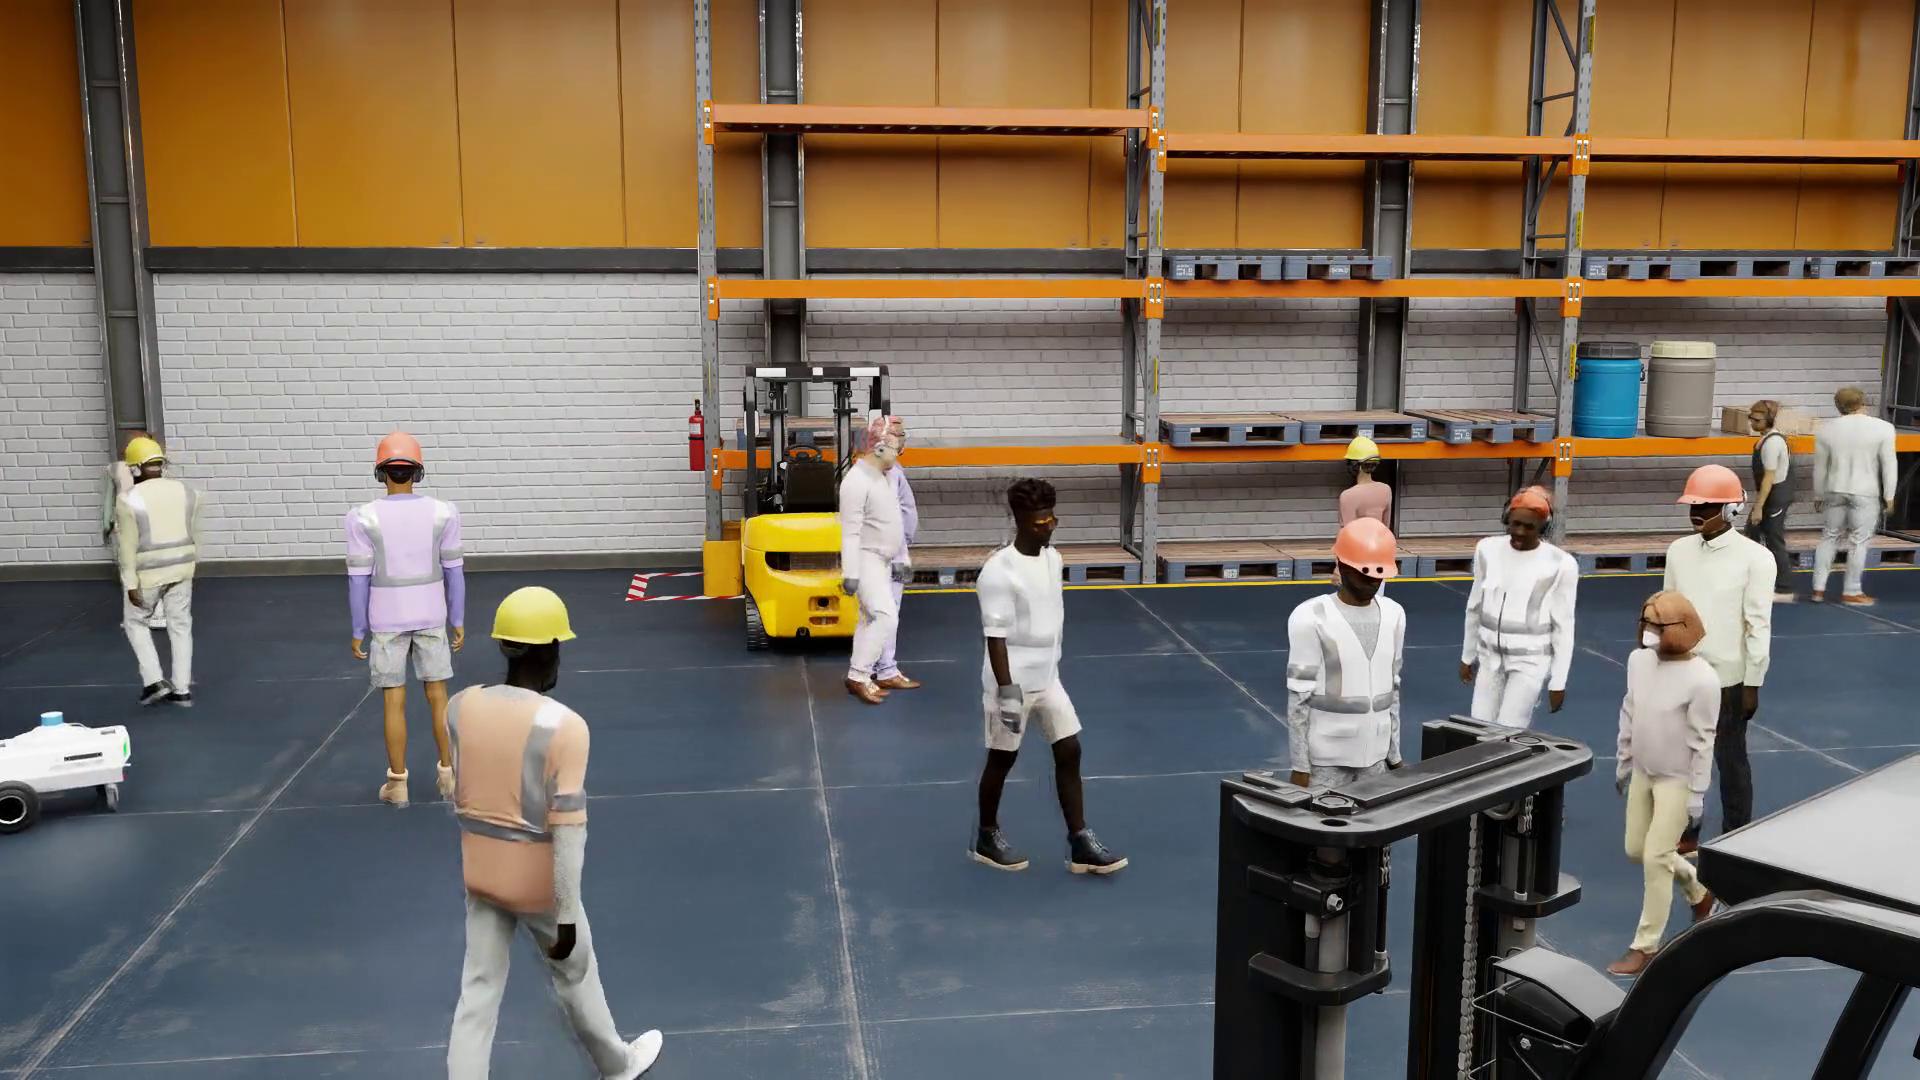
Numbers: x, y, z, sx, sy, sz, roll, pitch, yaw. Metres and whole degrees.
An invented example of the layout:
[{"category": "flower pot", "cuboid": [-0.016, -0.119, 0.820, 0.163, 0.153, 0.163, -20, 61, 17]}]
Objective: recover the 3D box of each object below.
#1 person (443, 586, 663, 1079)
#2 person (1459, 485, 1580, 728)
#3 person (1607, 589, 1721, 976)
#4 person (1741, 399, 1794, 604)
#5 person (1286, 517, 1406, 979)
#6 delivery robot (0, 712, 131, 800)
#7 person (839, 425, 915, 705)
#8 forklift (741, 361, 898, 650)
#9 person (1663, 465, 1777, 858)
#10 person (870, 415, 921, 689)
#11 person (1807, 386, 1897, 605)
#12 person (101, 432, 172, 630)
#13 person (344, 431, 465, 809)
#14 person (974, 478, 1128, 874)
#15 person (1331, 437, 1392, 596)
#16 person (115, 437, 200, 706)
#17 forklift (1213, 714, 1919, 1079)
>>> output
[{"category": "person", "cuboid": [-1.394, 1.077, 5.490, 0.607, 1.874, 0.974, 4, 10, 24]}, {"category": "person", "cuboid": [2.825, 0.624, 8.396, 0.578, 1.852, 0.630, -7, 11, -37]}, {"category": "person", "cuboid": [2.976, 0.988, 6.888, 0.603, 1.610, 0.505, -3, 10, -19]}, {"category": "person", "cuboid": [7.044, -0.326, 14.483, 0.588, 1.800, 0.544, 3, 9, 16]}, {"category": "person", "cuboid": [1.576, 0.859, 6.712, 0.542, 1.928, 0.375, -4, 10, -23]}, {"category": "delivery robot", "cuboid": [-4.802, 1.157, 8.833, 0.707, 0.478, 0.477, -5, 11, -31]}, {"category": "person", "cuboid": [-0.589, 0.168, 11.195, 0.481, 1.873, 0.675, 2, 9, 14]}, {"category": "forklift", "cuboid": [-1.154, -0.340, 13.365, 1.214, 2.155, 2.313, -1, 9, -7]}, {"category": "person", "cuboid": [3.592, 0.628, 7.994, 0.396, 1.989, 0.619, -4, 10, -24]}, {"category": "person", "cuboid": [-0.495, 0.080, 11.637, 0.406, 1.911, 0.637, -3, 10, -17]}, {"category": "person", "cuboid": [7.729, -0.364, 14.439, 0.424, 1.907, 0.676, -8, 12, -40]}, {"category": "person", "cuboid": [-6.607, -0.059, 13.409, 0.584, 1.620, 0.331, -1, 9, -7]}, {"category": "person", "cuboid": [-3.008, 0.428, 9.041, 0.615, 2.040, 0.391, -5, 11, -30]}, {"category": "person", "cuboid": [0.420, 0.671, 7.875, 0.889, 1.925, 0.626, 7, 12, 39]}, {"category": "person", "cuboid": [2.772, 0.168, 11.526, 0.523, 1.769, 0.316, -7, 12, -38]}, {"category": "person", "cuboid": [-5.320, 0.221, 11.059, 0.436, 1.809, 0.585, 7, 12, 38]}, {"category": "forklift", "cuboid": [1.441, 1.425, 2.350, 1.214, 2.155, 2.313, -7, 12, -39]}]
